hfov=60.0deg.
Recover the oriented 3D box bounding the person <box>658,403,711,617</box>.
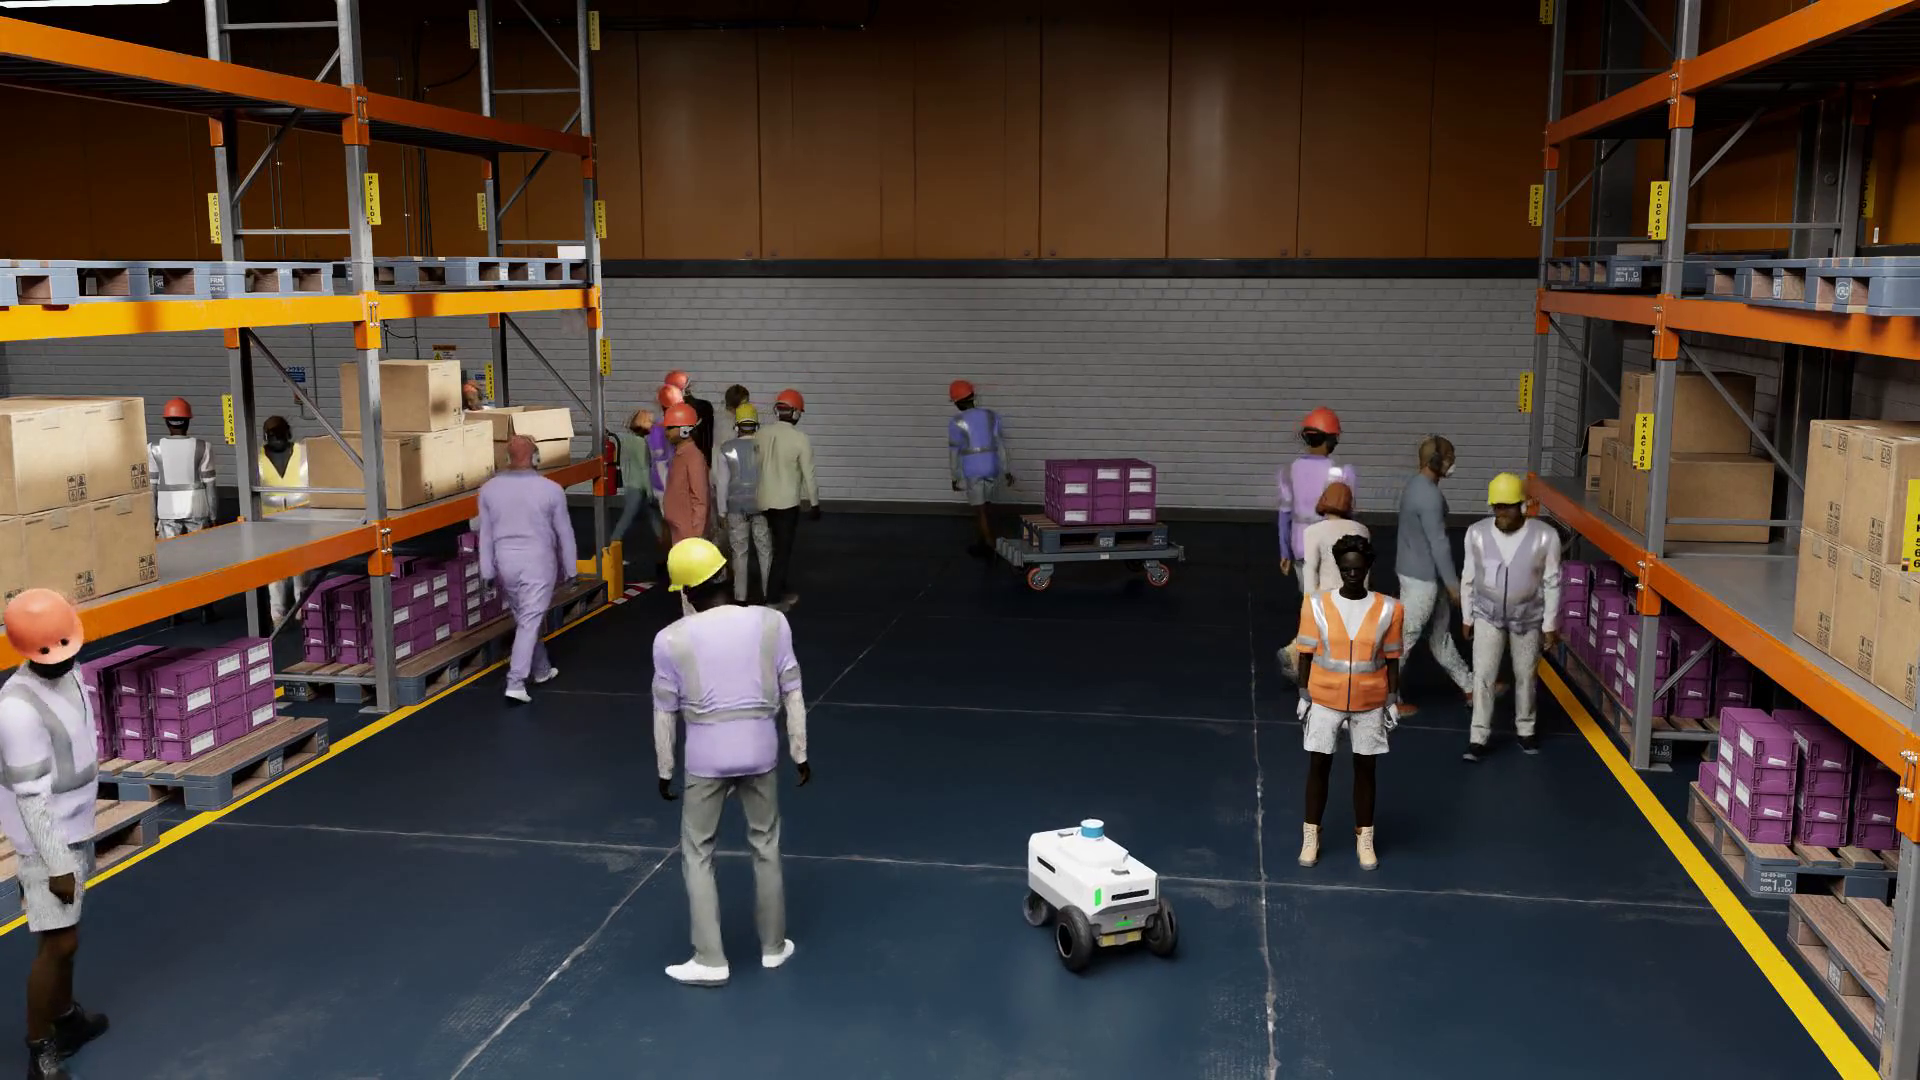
[{"bbox_3d":[-2.096,-0.054,12.721,0.381,1.994,0.622,-4,10,-23],"label":"person"}]

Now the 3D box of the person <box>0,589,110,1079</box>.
[{"bbox_3d":[-3.319,1.070,6.169,0.373,1.889,0.707,-2,9,-13],"label":"person"}]

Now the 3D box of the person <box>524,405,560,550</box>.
[{"bbox_3d":[-4.301,-0.523,16.646,0.541,1.651,0.838,8,12,40],"label":"person"}]

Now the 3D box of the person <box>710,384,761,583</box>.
[{"bbox_3d":[-2.125,-0.531,15.913,0.663,1.909,0.642,-3,10,-16],"label":"person"}]

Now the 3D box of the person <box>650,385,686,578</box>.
[{"bbox_3d":[-2.753,-0.545,16.016,0.430,1.907,0.571,2,9,14],"label":"person"}]

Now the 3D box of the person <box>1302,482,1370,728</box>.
[{"bbox_3d":[2.476,0.424,10.992,0.519,1.593,0.716,-2,9,-11],"label":"person"}]

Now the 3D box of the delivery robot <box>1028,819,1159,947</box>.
[{"bbox_3d":[0.584,1.484,7.376,0.477,0.478,0.707,-4,10,-23],"label":"delivery robot"}]

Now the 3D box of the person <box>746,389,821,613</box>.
[{"bbox_3d":[-1.506,-0.336,14.602,0.617,1.957,0.730,7,11,35],"label":"person"}]

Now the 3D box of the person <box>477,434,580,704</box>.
[{"bbox_3d":[-3.030,0.189,11.676,0.651,1.861,1.013,2,9,11],"label":"person"}]

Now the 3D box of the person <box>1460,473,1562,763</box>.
[{"bbox_3d":[3.364,0.472,10.192,0.599,1.791,0.655,4,10,26],"label":"person"}]

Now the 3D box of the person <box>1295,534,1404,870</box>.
[{"bbox_3d":[1.941,0.807,8.326,0.533,1.697,0.319,2,9,10],"label":"person"}]

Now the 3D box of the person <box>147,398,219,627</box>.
[{"bbox_3d":[-6.558,-0.235,14.045,0.546,1.928,0.384,-3,10,-20],"label":"person"}]

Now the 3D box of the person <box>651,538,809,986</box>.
[{"bbox_3d":[-0.961,0.933,7.017,0.673,1.891,0.429,-3,10,-18],"label":"person"}]

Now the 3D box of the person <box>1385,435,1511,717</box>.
[{"bbox_3d":[3.248,0.260,11.069,0.972,1.895,0.650,2,9,10],"label":"person"}]

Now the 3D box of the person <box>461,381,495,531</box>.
[{"bbox_3d":[-4.996,-0.734,17.322,0.426,1.858,0.627,8,12,41],"label":"person"}]

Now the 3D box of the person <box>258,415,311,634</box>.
[{"bbox_3d":[-5.651,-0.152,13.956,0.620,1.797,0.964,-4,10,-23],"label":"person"}]

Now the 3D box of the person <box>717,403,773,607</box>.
[{"bbox_3d":[-1.869,-0.292,14.689,0.601,1.830,0.404,-4,10,-25],"label":"person"}]

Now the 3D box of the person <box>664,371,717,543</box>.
[{"bbox_3d":[-2.854,-0.821,17.621,0.667,1.939,0.412,-9,13,-43],"label":"person"}]

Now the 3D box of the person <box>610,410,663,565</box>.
[{"bbox_3d":[-3.216,-0.528,16.907,0.908,1.575,0.524,-3,10,-16],"label":"person"}]

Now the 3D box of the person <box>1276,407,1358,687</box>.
[{"bbox_3d":[2.524,0.066,11.895,0.765,2.028,0.619,-8,12,-42],"label":"person"}]

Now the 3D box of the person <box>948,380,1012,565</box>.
[{"bbox_3d":[0.159,-0.702,17.079,0.629,1.873,0.779,-5,10,-27],"label":"person"}]
